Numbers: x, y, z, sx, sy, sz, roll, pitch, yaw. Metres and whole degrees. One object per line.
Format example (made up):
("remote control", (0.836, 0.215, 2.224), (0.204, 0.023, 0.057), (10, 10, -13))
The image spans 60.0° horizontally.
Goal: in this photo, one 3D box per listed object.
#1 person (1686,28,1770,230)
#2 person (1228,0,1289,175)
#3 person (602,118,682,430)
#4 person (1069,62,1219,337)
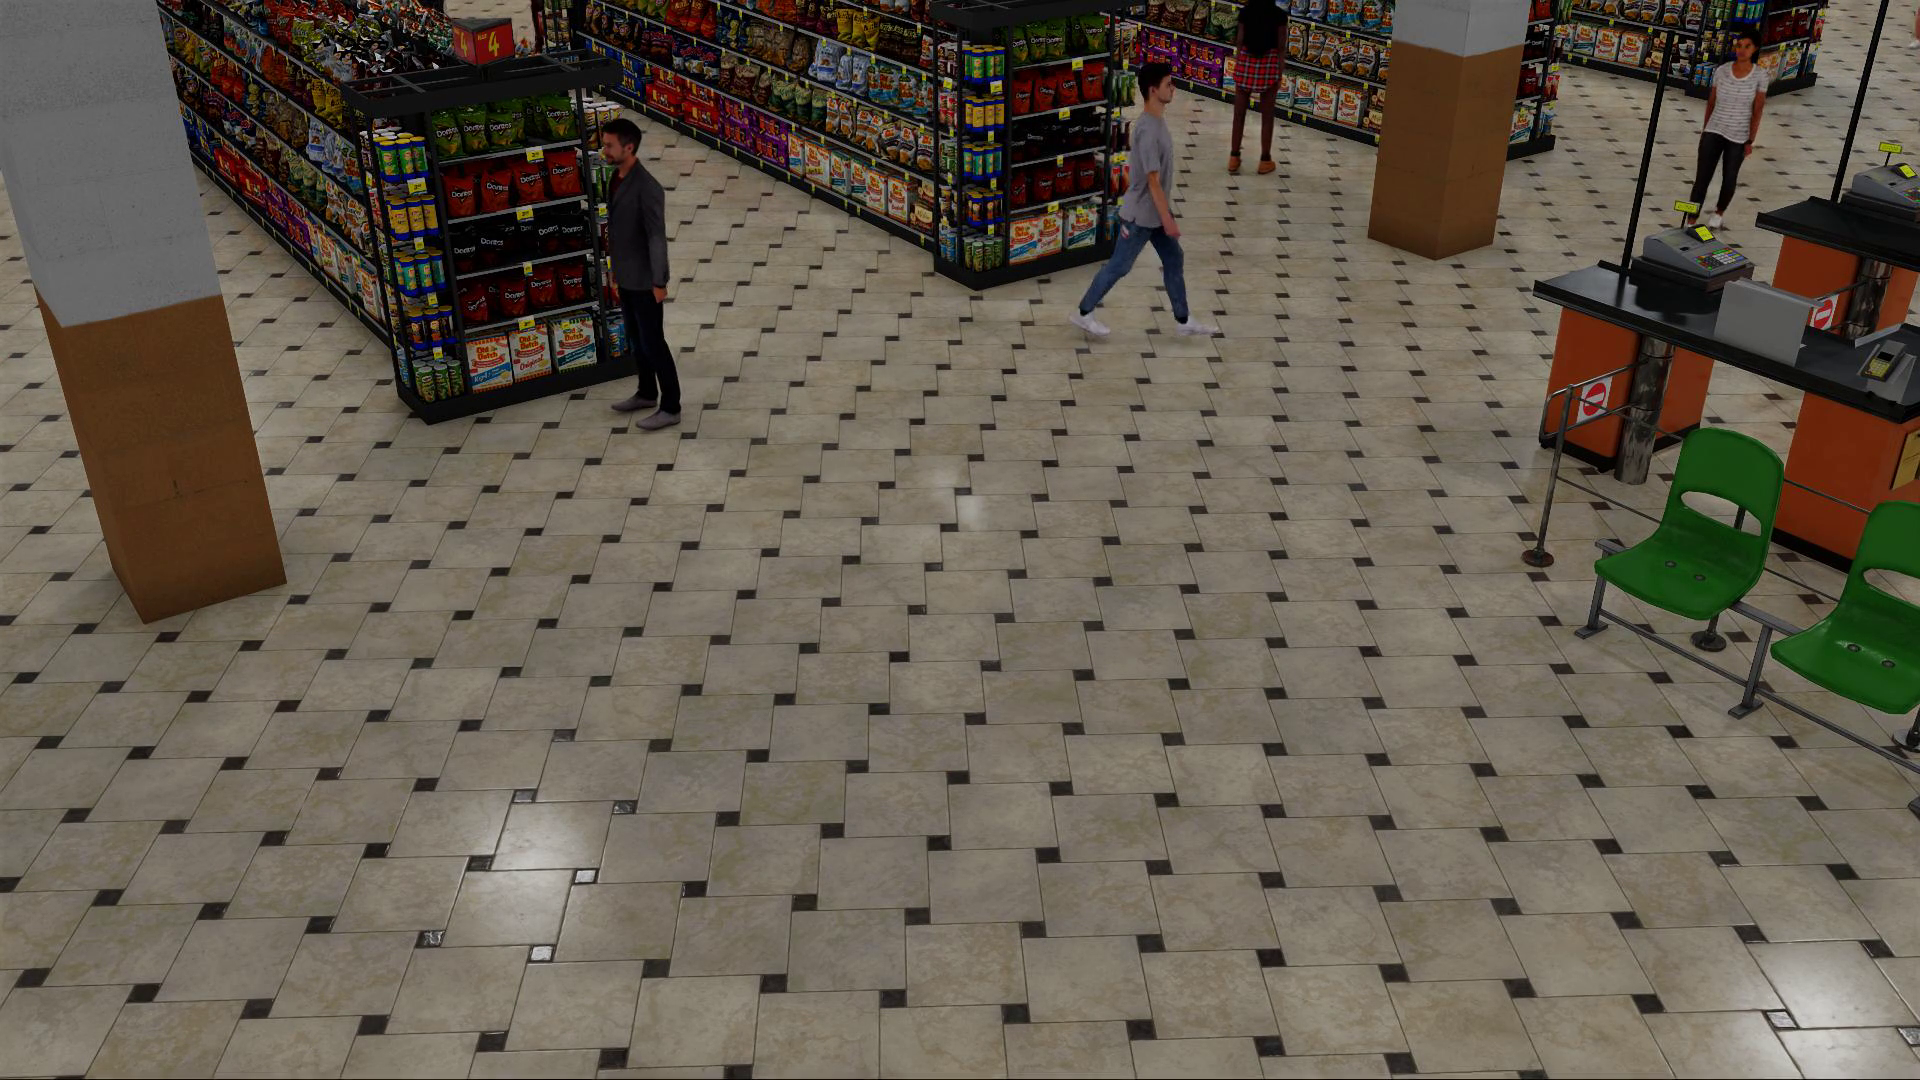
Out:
("person", (6.077, -3.185, 13.102), (1.076, 1.599, 0.879), (20, 34, 32))
("person", (2.627, -4.111, 14.667), (0.694, 1.724, 0.772), (10, 30, 17))
("person", (-1.905, -1.587, 9.894), (0.729, 1.868, 0.525), (-17, 33, -29))
("person", (1.143, -2.179, 11.007), (1.315, 1.841, 1.164), (8, 30, 14))
